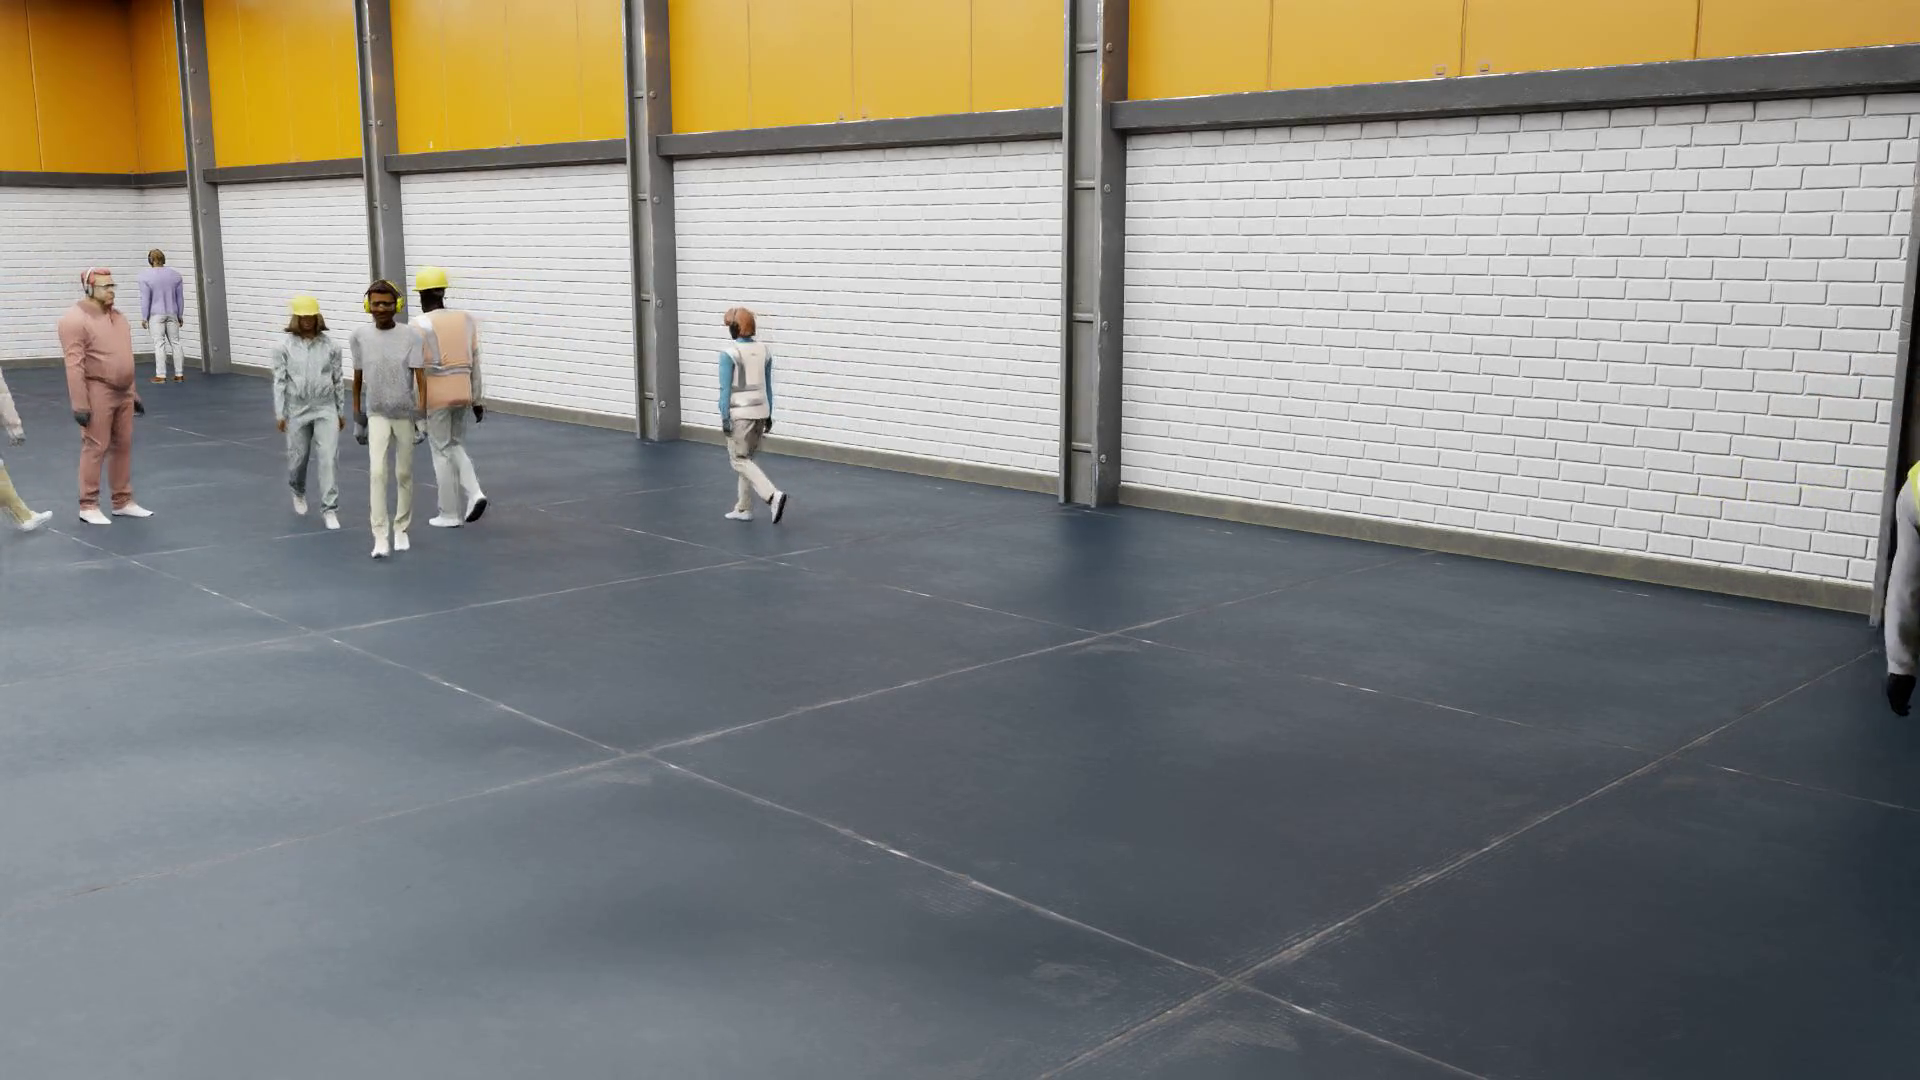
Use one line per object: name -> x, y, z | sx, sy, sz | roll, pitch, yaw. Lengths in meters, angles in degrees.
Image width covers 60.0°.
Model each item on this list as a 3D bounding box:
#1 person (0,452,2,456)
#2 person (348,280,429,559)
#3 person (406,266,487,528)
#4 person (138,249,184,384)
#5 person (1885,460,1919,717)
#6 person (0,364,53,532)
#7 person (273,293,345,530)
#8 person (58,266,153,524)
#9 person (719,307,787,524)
person -> -9.342, -1.704, 15.546 | 0.614, 2.012, 0.933 | -3, 11, -13
person -> -3.771, -0.789, 11.020 | 0.498, 1.827, 0.876 | -3, 11, -16
person -> -3.745, -1.027, 12.086 | 0.457, 1.912, 0.616 | 7, 12, 33
person -> -11.514, -3.224, 24.011 | 0.373, 1.938, 0.630 | 8, 13, 38
person -> 3.108, 0.362, 4.833 | 0.942, 1.798, 0.631 | -7, 12, -33
person -> -6.820, -0.784, 11.648 | 0.517, 1.578, 0.876 | 5, 12, 26
person -> -4.795, -0.960, 12.271 | 0.490, 1.722, 0.736 | -6, 12, -29
person -> -6.365, -1.083, 12.421 | 0.403, 1.906, 0.653 | 2, 11, 10
person -> -1.527, -0.903, 12.242 | 0.678, 1.614, 0.520 | 8, 13, 36
